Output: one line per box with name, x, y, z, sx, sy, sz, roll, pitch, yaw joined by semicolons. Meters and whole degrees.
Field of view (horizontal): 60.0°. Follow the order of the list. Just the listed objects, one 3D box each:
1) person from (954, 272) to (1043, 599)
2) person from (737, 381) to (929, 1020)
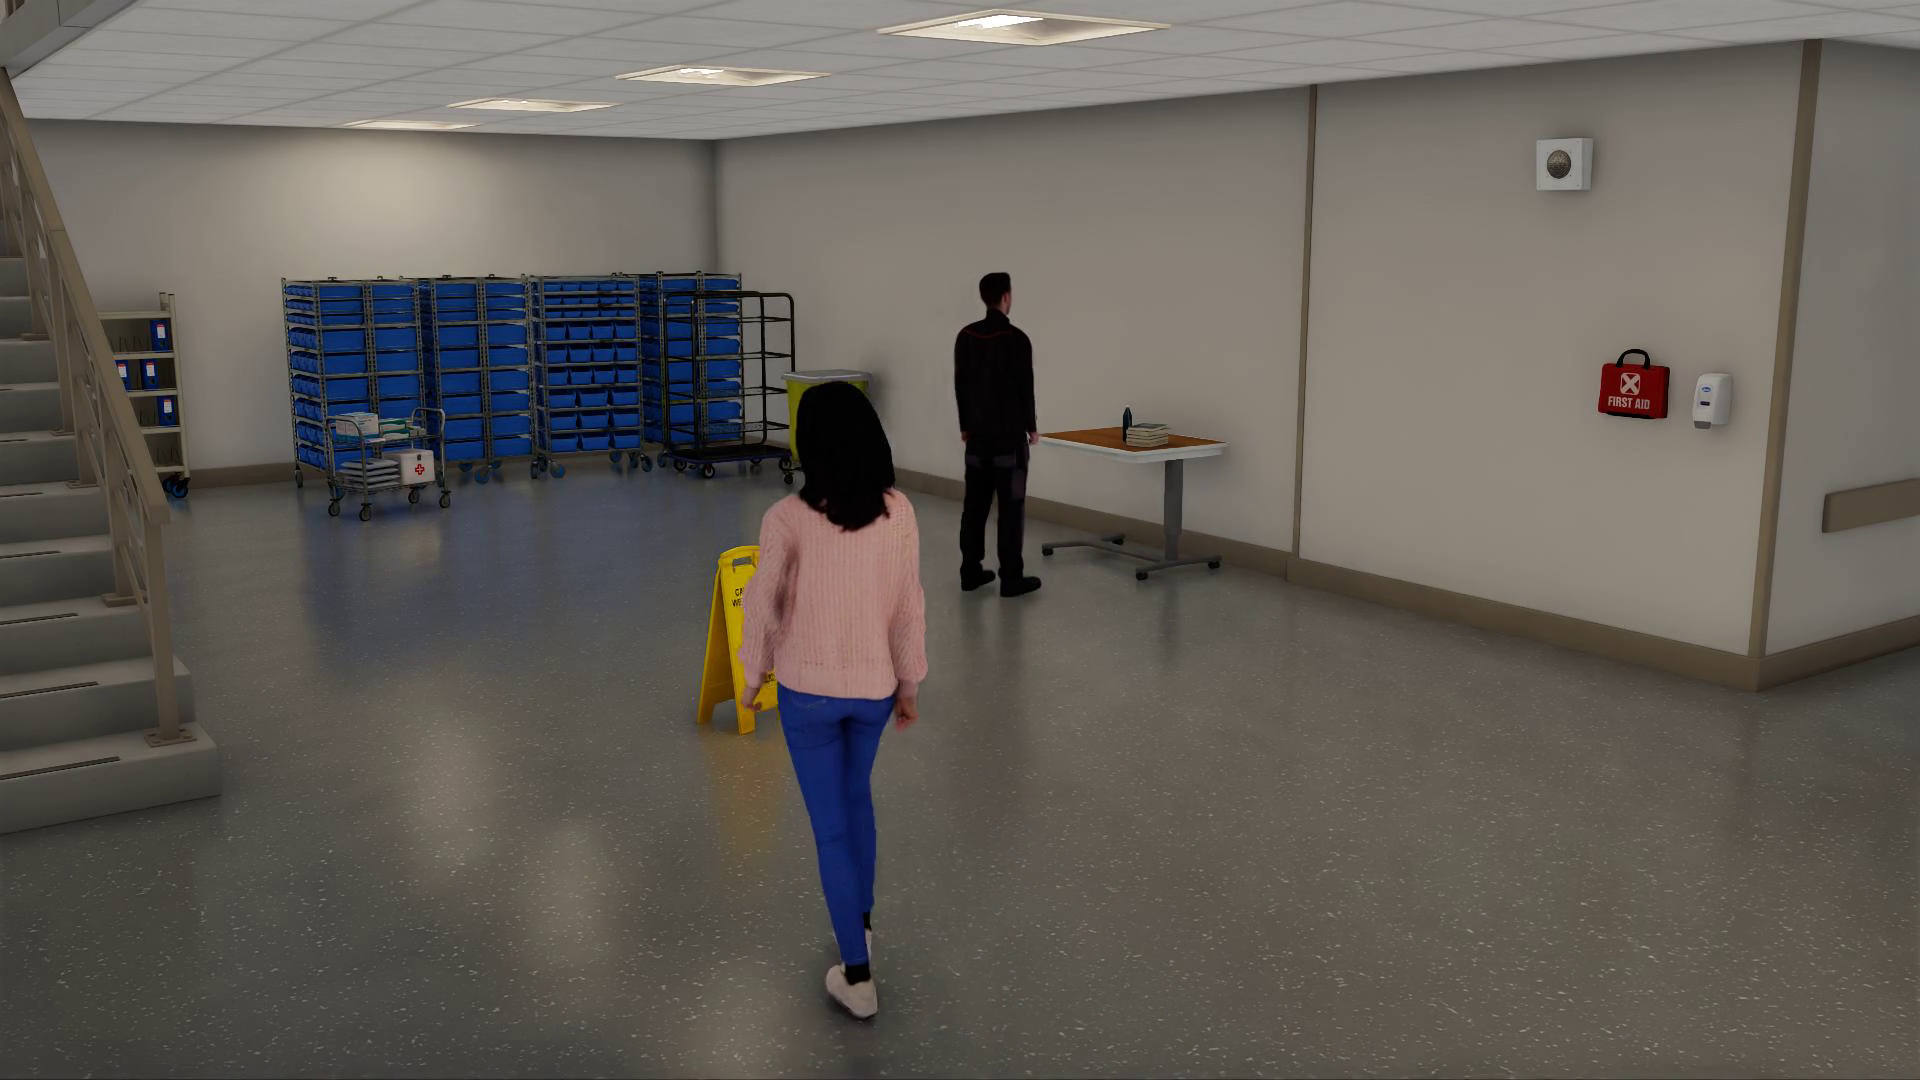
person;0.211;-0.621;9.820;0.672;1.910;0.825;8;14;37
person;-0.305;0.460;4.550;0.710;1.752;0.795;-5;12;-24
